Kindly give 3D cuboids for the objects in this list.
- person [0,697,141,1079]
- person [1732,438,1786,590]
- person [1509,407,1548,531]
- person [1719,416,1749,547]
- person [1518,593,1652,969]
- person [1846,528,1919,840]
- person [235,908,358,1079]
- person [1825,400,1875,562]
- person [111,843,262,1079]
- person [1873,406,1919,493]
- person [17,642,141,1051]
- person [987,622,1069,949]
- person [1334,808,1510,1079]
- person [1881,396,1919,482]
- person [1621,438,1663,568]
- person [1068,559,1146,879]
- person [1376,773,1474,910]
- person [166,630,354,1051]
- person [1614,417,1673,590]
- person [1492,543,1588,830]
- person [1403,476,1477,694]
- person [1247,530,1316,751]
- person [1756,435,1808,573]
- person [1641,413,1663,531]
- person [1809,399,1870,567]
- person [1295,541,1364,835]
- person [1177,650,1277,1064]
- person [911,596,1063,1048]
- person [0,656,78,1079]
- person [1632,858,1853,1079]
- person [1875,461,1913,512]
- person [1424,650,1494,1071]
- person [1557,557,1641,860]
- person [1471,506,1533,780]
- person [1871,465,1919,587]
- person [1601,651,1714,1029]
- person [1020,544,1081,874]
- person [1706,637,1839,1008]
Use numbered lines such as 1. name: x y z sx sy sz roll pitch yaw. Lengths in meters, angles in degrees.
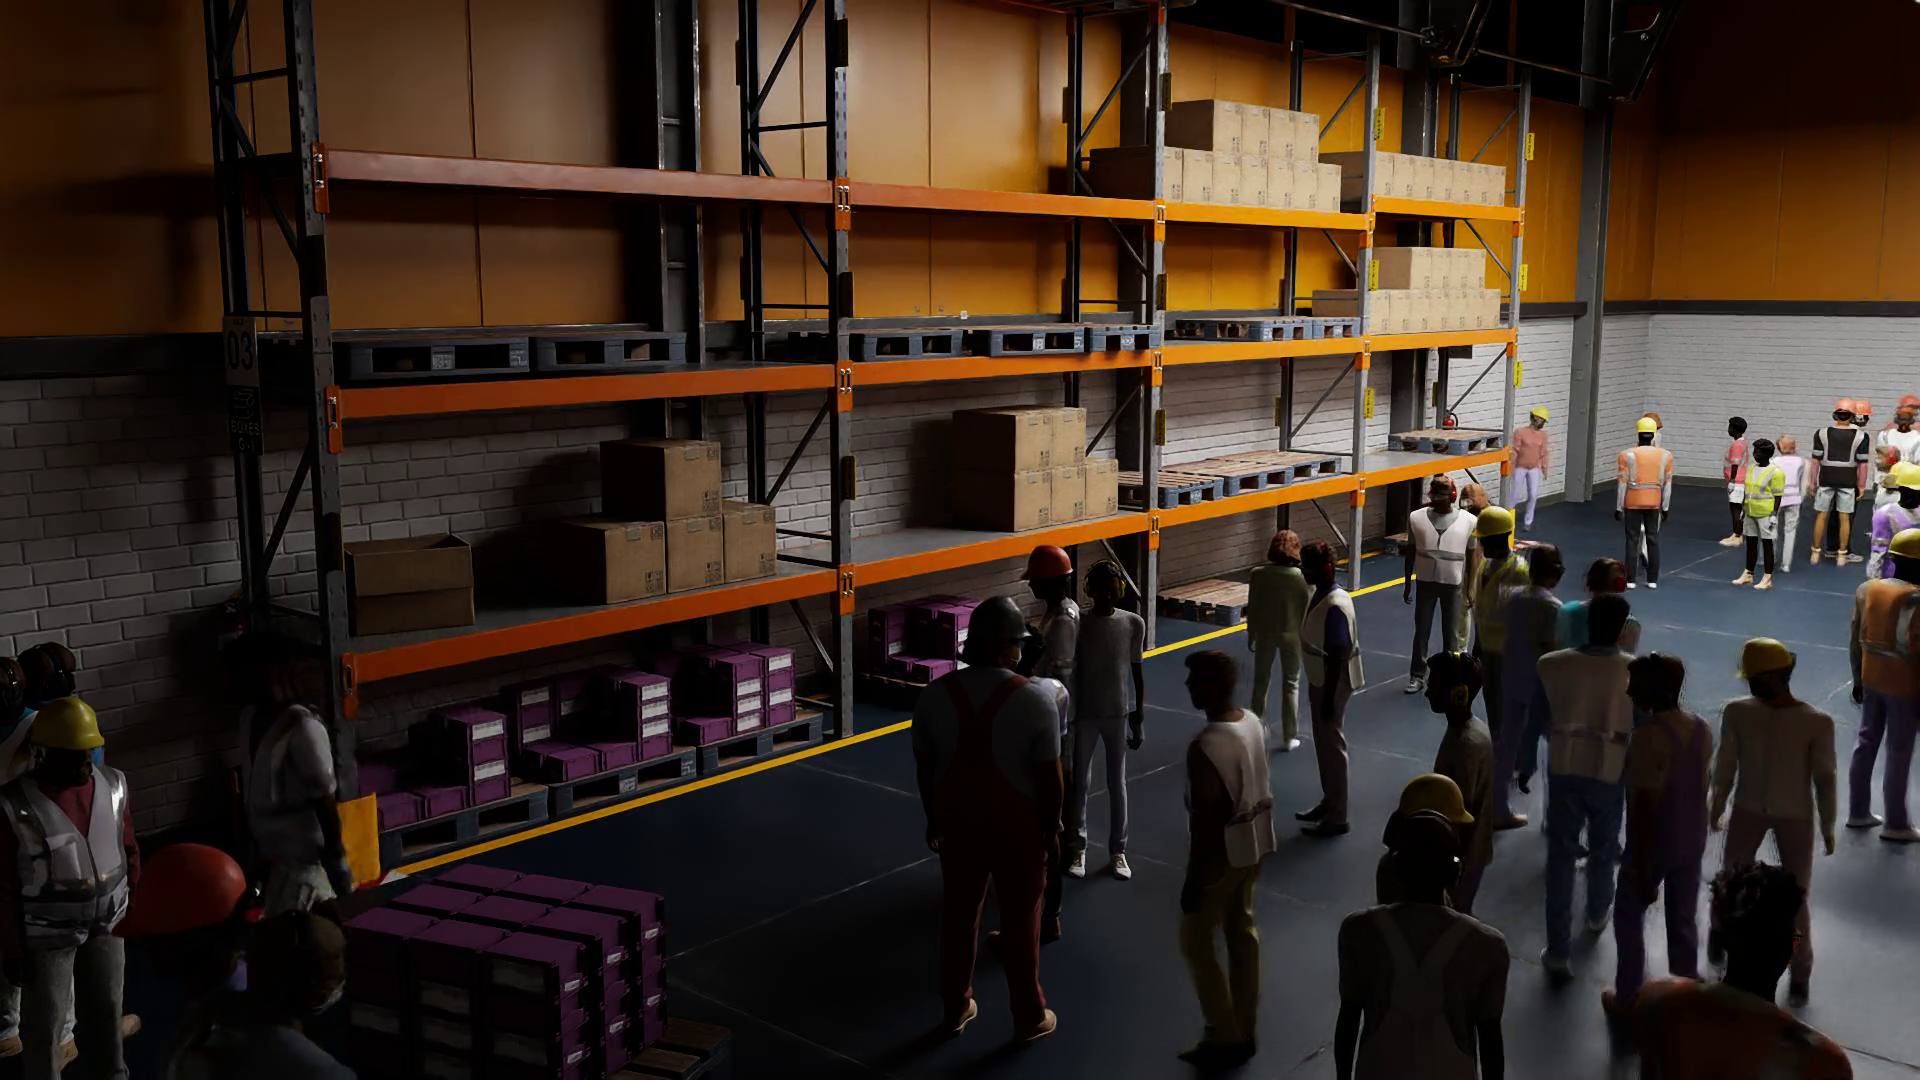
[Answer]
1. person: -3.498 1.508 6.562 0.403 1.824 0.591 5 10 31
2. person: 8.930 -0.290 18.562 0.321 1.693 0.530 -3 9 -19
3. person: 7.777 -0.960 22.822 0.561 1.721 0.358 -2 9 -13
4. person: 10.085 -0.761 21.617 0.322 1.689 0.530 5 10 28
5. person: 3.195 1.194 8.488 0.667 1.852 1.021 4 10 24
6. person: 5.777 0.880 10.267 0.381 1.924 0.593 -3 9 -17
7. person: -1.723 1.844 4.128 0.683 1.909 0.472 5 10 32
8. person: 10.943 -0.724 20.435 0.408 1.986 0.616 0 9 1
9. person: -1.891 1.757 4.242 0.379 2.040 0.615 -3 9 -18
10. person: 11.790 -0.738 20.873 0.582 1.879 0.347 8 12 41
11. person: -4.017 1.362 7.431 0.634 1.842 0.429 2 9 15
12. person: 0.330 1.263 8.535 0.538 1.695 0.320 -7 11 -38
13. person: 1.395 1.726 5.094 0.502 1.840 0.345 3 9 19
14. person: 12.525 -0.925 21.906 1.070 1.921 0.640 -5 10 -30
15. person: 8.111 -0.446 19.757 0.533 1.621 0.477 5 10 29
16. person: 0.810 1.026 9.558 0.509 1.860 0.333 0 9 3
17. person: 1.603 1.662 5.856 0.338 1.735 0.486 -1 9 -3
18. person: -3.003 1.345 7.305 1.052 1.907 0.650 -9 12 -44
19. person: 7.606 -0.405 18.557 0.594 1.924 0.382 0 9 3
20. person: 3.644 0.922 10.382 0.754 1.804 0.512 -4 10 -23
21. person: 3.974 0.378 13.777 0.571 1.840 0.373 4 10 22
22. person: 2.347 0.735 12.185 0.510 1.622 0.278 4 10 24
23. person: 9.758 -0.438 19.762 0.515 1.616 0.654 2 9 13
24. person: 9.501 -0.938 22.934 0.277 1.633 0.507 7 11 36
25. person: 10.604 -0.689 20.078 0.614 2.029 0.409 6 10 32
26. person: 2.297 0.915 10.359 0.400 1.835 0.560 0 9 1
27. person: 1.152 1.397 7.293 0.439 1.825 0.576 6 11 34
28. person: 0.159 1.248 7.529 0.685 2.000 0.535 4 9 22
29. person: -4.101 1.404 7.167 0.627 1.844 0.429 2 9 12
30. person: 2.048 1.784 4.355 0.506 1.950 0.632 -5 10 -30
31. person: 8.864 0.121 15.778 0.311 1.737 0.483 0 9 -1
32. person: 2.134 1.392 7.188 0.327 1.863 0.510 2 9 15
33. person: 3.776 1.001 9.819 0.577 1.814 0.586 -5 10 -29
34. person: 3.680 0.713 11.423 0.423 1.909 0.583 -1 9 -9
35. person: 7.807 0.333 13.799 0.594 1.922 0.378 -4 10 -22
36. person: 3.096 1.377 7.441 0.485 1.812 0.670 -2 9 -11
37. person: 0.536 0.976 9.651 0.387 1.929 0.543 1 9 4
38. person: 3.952 1.323 8.056 0.614 1.742 0.499 7 11 39
